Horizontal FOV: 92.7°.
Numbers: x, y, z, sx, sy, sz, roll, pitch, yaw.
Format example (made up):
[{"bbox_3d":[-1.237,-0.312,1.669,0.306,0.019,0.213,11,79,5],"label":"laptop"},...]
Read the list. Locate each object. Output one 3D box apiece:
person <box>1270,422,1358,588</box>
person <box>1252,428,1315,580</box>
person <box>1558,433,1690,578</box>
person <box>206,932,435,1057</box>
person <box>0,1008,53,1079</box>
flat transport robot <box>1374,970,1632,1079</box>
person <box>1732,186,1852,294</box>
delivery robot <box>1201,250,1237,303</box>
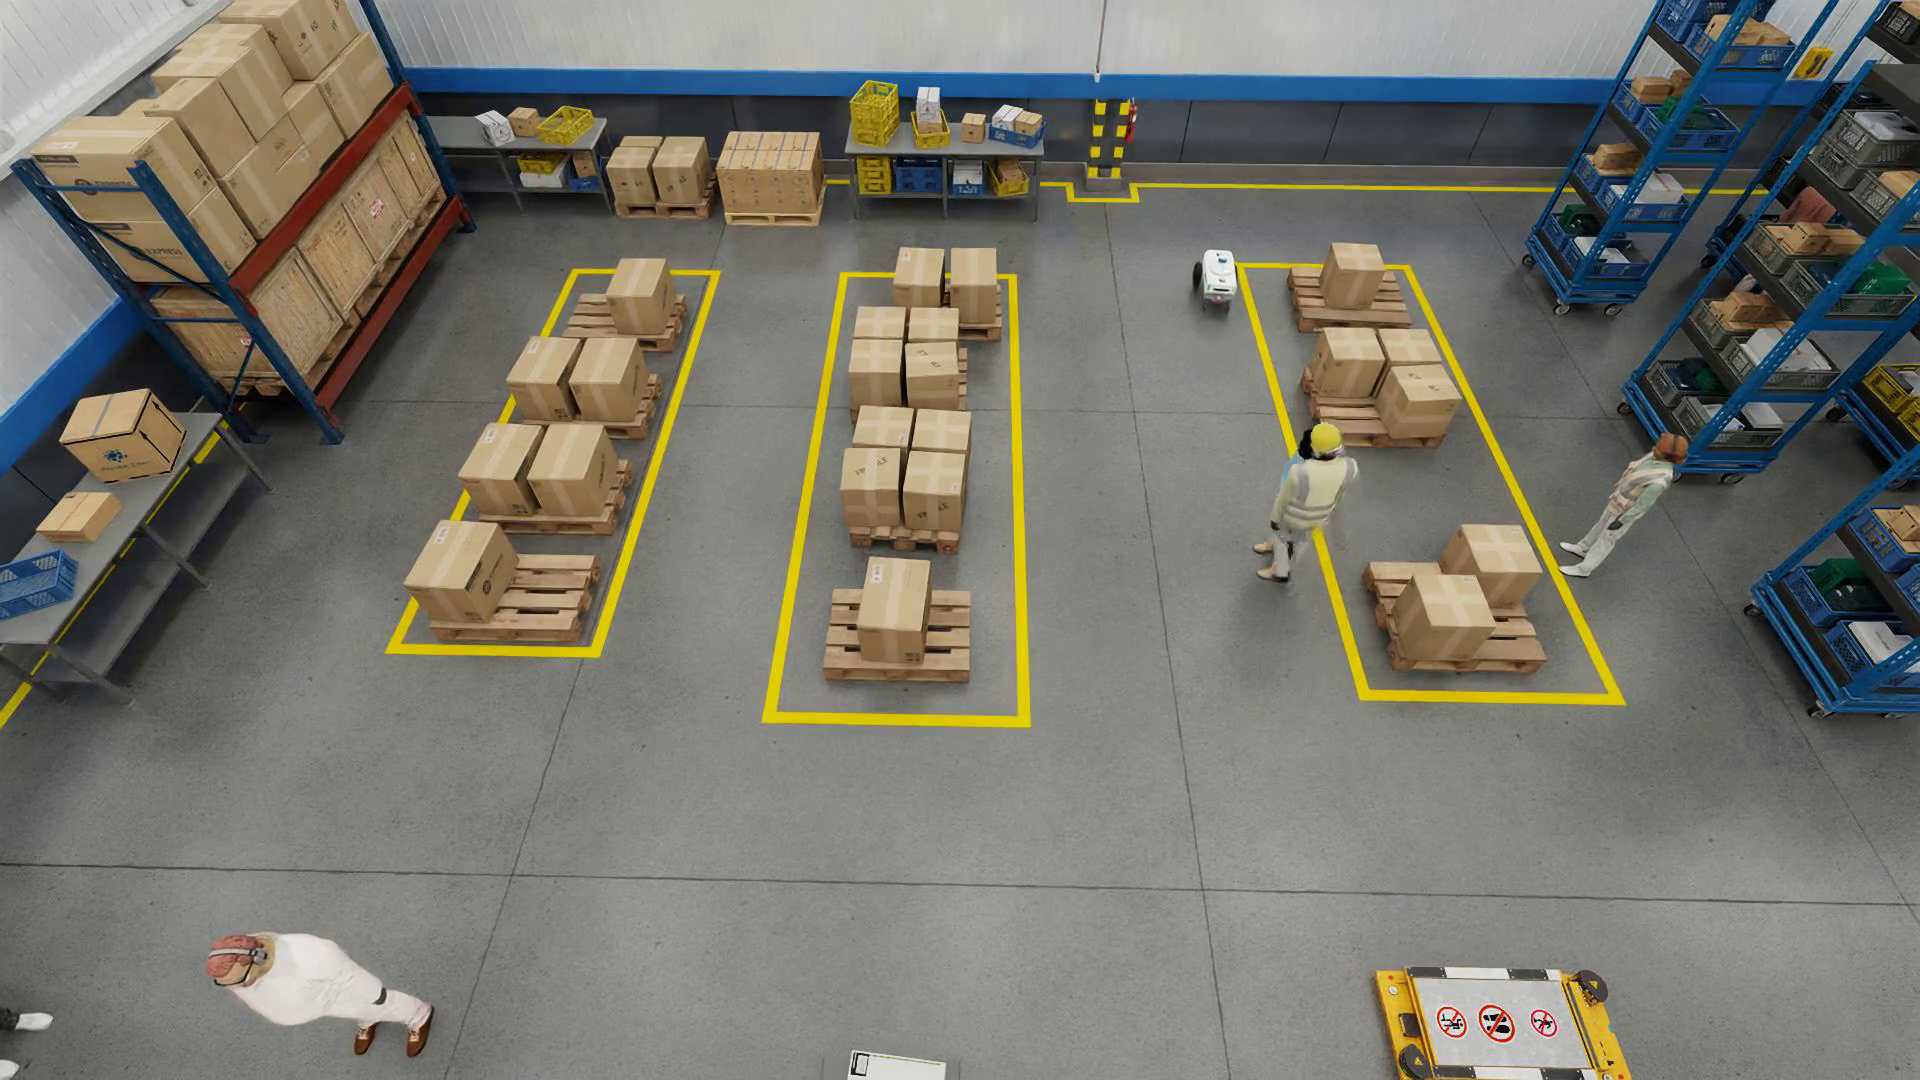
[{"bbox_3d":[2.902,-0.257,7.698,0.606,1.815,0.445,-4,51,-4],"label":"person"},{"bbox_3d":[2.841,-0.306,7.810,0.320,1.693,0.536,5,51,4],"label":"person"},{"bbox_3d":[5.675,-0.290,7.828,0.307,1.638,0.511,21,54,16],"label":"person"},{"bbox_3d":[-3.679,2.628,5.287,0.650,1.900,0.401,2,51,2],"label":"person"},{"bbox_3d":[-6.184,2.717,5.208,0.413,1.906,0.602,2,51,2],"label":"person"},{"bbox_3d":[3.501,3.133,5.914,1.431,0.197,0.652,1,51,1],"label":"flat transport robot"},{"bbox_3d":[9.067,-3.159,9.950,0.412,1.982,0.622,-20,53,-15],"label":"person"},{"bbox_3d":[3.043,-3.119,10.770,0.477,0.478,0.707,5,51,4],"label":"delivery robot"}]
